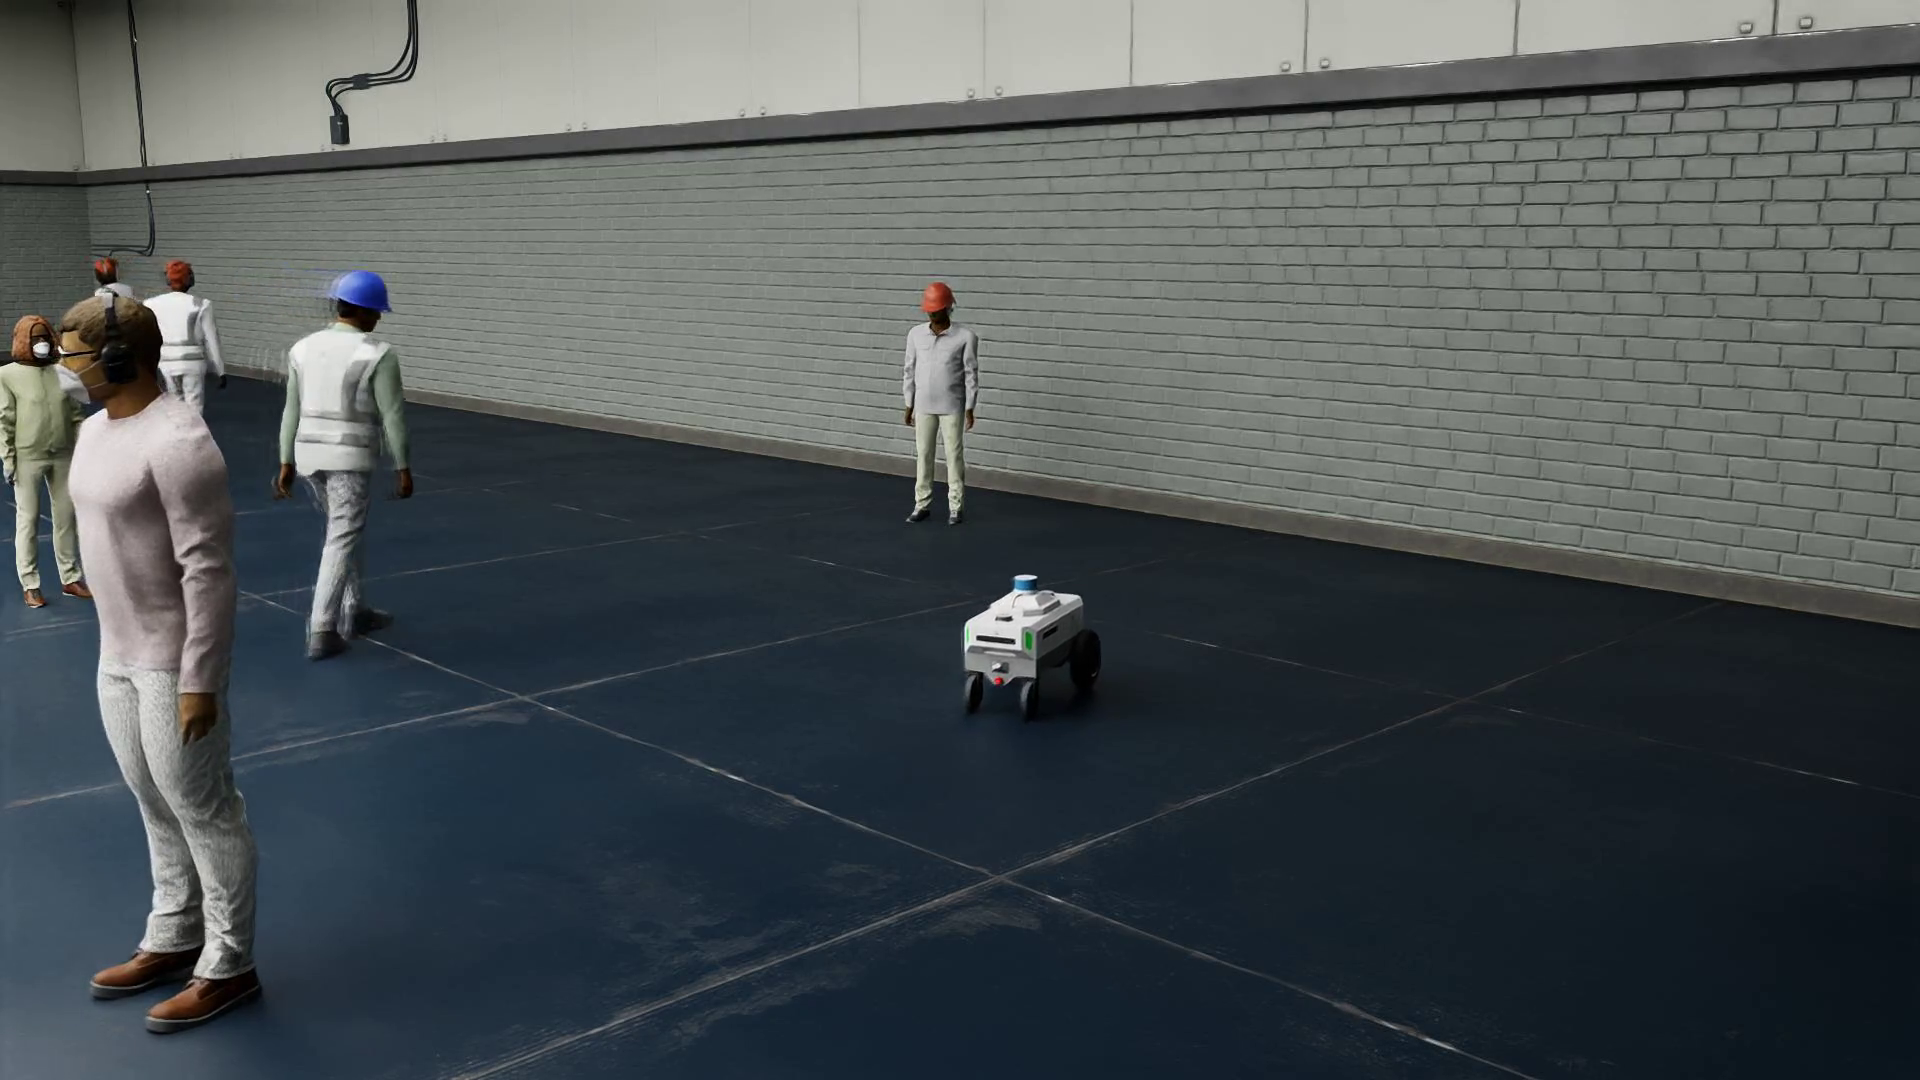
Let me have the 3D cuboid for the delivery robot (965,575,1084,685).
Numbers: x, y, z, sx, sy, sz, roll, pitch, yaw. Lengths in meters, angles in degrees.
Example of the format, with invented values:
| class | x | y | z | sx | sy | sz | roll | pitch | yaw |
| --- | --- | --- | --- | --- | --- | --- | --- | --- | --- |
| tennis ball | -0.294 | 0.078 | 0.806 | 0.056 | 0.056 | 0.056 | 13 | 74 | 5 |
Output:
| class | x | y | z | sx | sy | sz | roll | pitch | yaw |
| --- | --- | --- | --- | --- | --- | --- | --- | --- | --- |
| delivery robot | 0.294 | 0.401 | 7.458 | 0.477 | 0.478 | 0.707 | 5 | 11 | 23 |

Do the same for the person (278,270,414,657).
| class | x | y | z | sx | sy | sz | roll | pitch | yaw |
| --- | --- | --- | --- | --- | --- | --- | --- | --- | --- |
| person | -3.070 | -0.392 | 8.360 | 0.633 | 1.893 | 0.836 | 4 | 11 | 22 |

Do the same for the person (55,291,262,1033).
| class | x | y | z | sx | sy | sz | roll | pitch | yaw |
| --- | --- | --- | --- | --- | --- | --- | --- | --- | --- |
| person | -2.108 | 0.321 | 4.383 | 0.629 | 1.936 | 0.374 | 9 | 14 | 41 |

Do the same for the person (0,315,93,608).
| class | x | y | z | sx | sy | sz | roll | pitch | yaw |
| --- | --- | --- | --- | --- | --- | --- | --- | --- | --- |
| person | -5.171 | -0.449 | 9.402 | 0.285 | 1.633 | 0.498 | 7 | 12 | 33 |

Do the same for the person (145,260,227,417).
| class | x | y | z | sx | sy | sz | roll | pitch | yaw |
| --- | --- | --- | --- | --- | --- | --- | --- | --- | --- |
| person | -6.624 | -1.460 | 14.293 | 0.611 | 1.859 | 0.643 | 0 | 10 | -1 |

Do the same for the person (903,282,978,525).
| class | x | y | z | sx | sy | sz | roll | pitch | yaw |
| --- | --- | --- | --- | --- | --- | --- | --- | --- | --- |
| person | -0.151 | -0.979 | 11.990 | 0.563 | 1.742 | 0.338 | 3 | 11 | 18 |
